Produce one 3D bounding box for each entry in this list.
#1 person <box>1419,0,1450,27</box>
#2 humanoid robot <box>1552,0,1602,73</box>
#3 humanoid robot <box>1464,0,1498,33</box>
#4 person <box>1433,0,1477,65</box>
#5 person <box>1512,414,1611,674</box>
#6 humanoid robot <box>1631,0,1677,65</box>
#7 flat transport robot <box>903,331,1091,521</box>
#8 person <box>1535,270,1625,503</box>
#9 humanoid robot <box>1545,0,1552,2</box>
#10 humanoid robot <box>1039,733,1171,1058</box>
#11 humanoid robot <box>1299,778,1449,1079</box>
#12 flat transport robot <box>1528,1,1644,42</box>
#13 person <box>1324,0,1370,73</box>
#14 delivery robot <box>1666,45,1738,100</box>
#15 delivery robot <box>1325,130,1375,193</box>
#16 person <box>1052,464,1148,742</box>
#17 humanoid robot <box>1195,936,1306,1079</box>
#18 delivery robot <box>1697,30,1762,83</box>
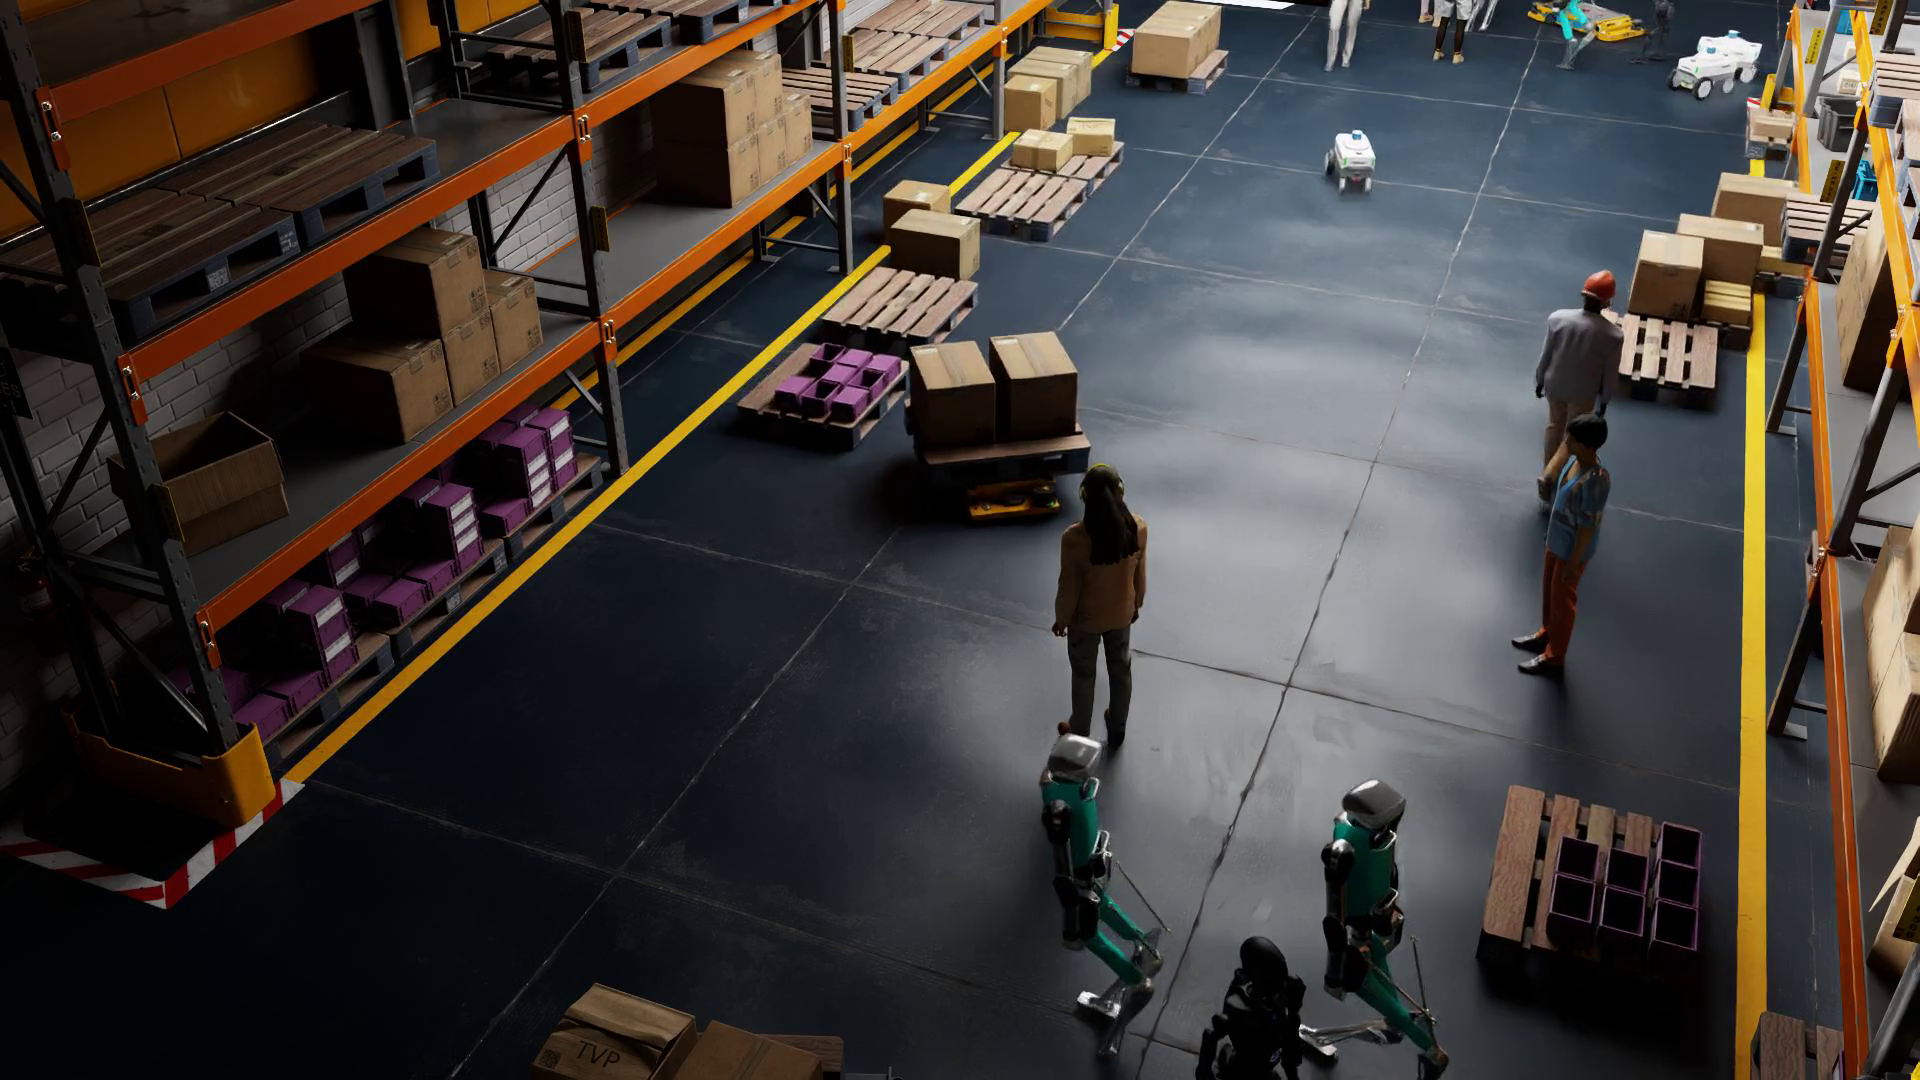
[{"bbox_3d":[6.464,-7.814,22.294,0.306,1.778,0.459,-19,37,-27],"label":"person"},{"bbox_3d":[7.621,-6.573,20.526,0.539,1.900,0.718,-27,41,-35],"label":"humanoid robot"},{"bbox_3d":[6.975,-7.575,21.970,0.732,1.802,0.552,-28,42,-36],"label":"humanoid robot"},{"bbox_3d":[6.255,-6.839,20.864,0.534,1.692,0.319,24,40,32],"label":"person"},{"bbox_3d":[3.709,0.023,10.185,0.335,1.759,0.495,2,33,3],"label":"person"},{"bbox_3d":[8.831,-6.783,20.813,0.523,1.639,0.584,5,33,8],"label":"humanoid robot"},{"bbox_3d":[0.256,-0.605,12.529,0.659,0.231,1.431,-7,33,-10],"label":"flat transport robot"},{"bbox_3d":[4.381,-1.089,11.931,0.573,1.730,0.650,26,41,34],"label":"person"},{"bbox_3d":[8.547,-8.290,23.128,0.593,1.653,0.334,17,36,24],"label":"humanoid robot"},{"bbox_3d":[0.716,1.671,7.648,0.727,1.780,0.532,8,34,12],"label":"humanoid robot"},{"bbox_3d":[1.969,1.916,7.332,1.027,1.772,0.530,25,41,34],"label":"humanoid robot"},{"bbox_3d":[8.456,-7.036,22.481,0.659,0.231,1.431,-18,37,-25],"label":"flat transport robot"},{"bbox_3d":[4.798,-6.724,20.524,0.550,1.874,0.761,9,34,14],"label":"person"},{"bbox_3d":[9.002,-5.657,20.092,0.808,0.604,0.499,-14,35,-21],"label":"delivery robot"},{"bbox_3d":[4.155,-4.023,17.567,0.499,0.608,0.797,2,33,3],"label":"delivery robot"},{"bbox_3d":[0.802,0.413,9.475,0.554,1.876,0.404,-11,35,-17],"label":"person"},{"bbox_3d":[1.161,2.257,6.794,0.608,1.648,0.328,-21,38,-29],"label":"humanoid robot"},{"bbox_3d":[9.497,-6.012,20.648,0.796,0.612,0.499,16,36,23],"label":"delivery robot"}]
